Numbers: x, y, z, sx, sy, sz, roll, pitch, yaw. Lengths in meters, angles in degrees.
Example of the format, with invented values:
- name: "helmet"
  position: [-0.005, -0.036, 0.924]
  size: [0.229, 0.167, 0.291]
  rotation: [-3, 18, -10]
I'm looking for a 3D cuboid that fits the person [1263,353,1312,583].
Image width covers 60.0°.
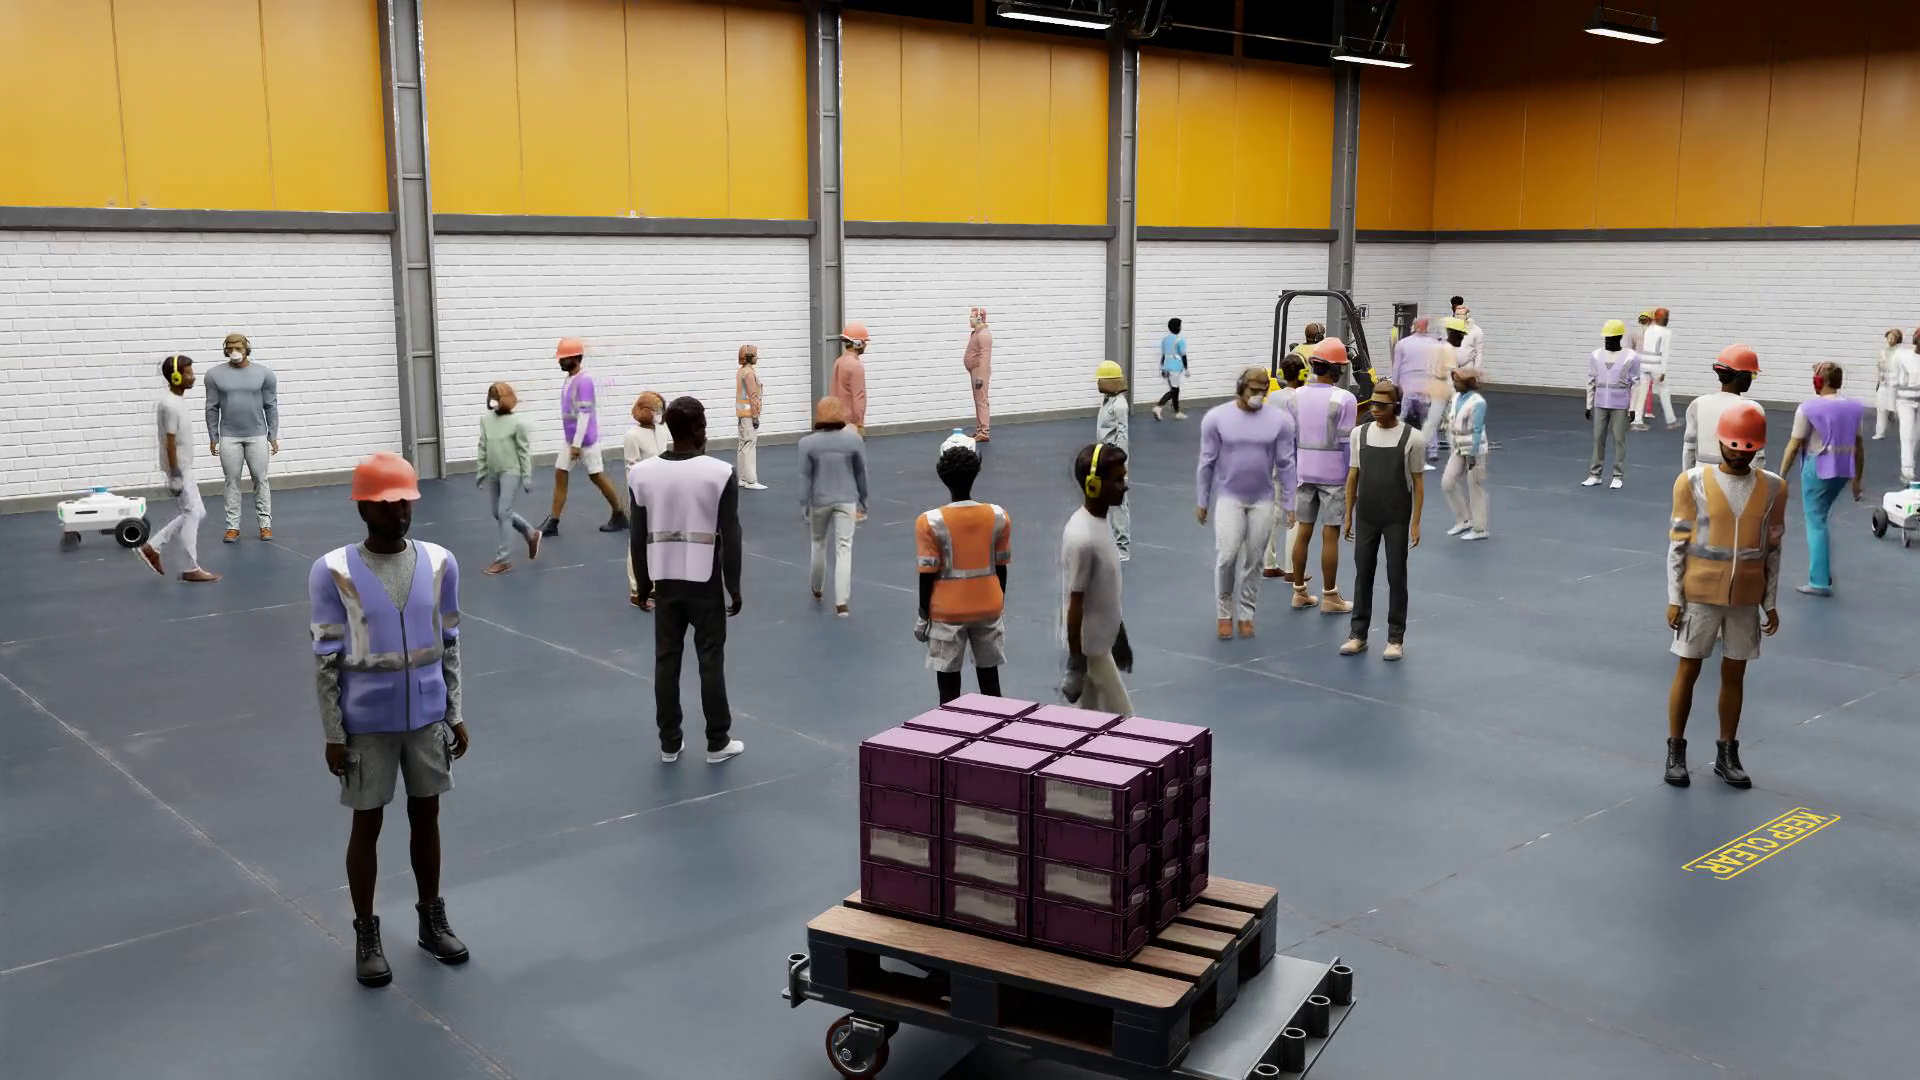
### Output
- name: "person"
  position: [2.674, -0.579, 13.499]
  size: [0.323, 1.855, 0.503]
  rotation: [-9, 13, -41]

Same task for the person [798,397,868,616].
- name: "person"
  position: [-0.947, -0.267, 12.424]
  size: [0.519, 1.593, 0.843]
  rotation: [-1, 10, -5]

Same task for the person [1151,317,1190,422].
- name: "person"
  position: [3.361, -2.728, 26.590]
  size: [0.780, 1.670, 0.535]
  rotation: [-5, 11, -28]

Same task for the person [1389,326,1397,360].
- name: "person"
  position: [6.873, -2.647, 25.620]
  size: [0.429, 1.844, 0.624]
  rotation: [-3, 10, -19]

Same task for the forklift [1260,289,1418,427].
- name: "forklift"
  position: [5.034, -2.339, 22.783]
  size: [2.313, 2.155, 1.214]
  rotation: [3, 10, 16]

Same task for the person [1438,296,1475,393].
- name: "person"
  position: [8.446, -3.177, 28.358]
  size: [0.613, 1.963, 0.362]
  rotation: [4, 10, 22]

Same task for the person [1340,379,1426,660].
- name: "person"
  position: [2.769, -0.133, 10.894]
  size: [0.511, 1.842, 0.327]
  rotation: [6, 11, 31]

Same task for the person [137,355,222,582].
- name: "person"
  position: [-6.339, -0.567, 13.411]
  size: [0.526, 1.854, 0.539]
  rotation: [-4, 10, -21]

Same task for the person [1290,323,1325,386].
- name: "person"
  position: [4.238, -1.682, 19.974]
  size: [0.429, 1.844, 0.622]
  rotation: [-7, 12, -34]

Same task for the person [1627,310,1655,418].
- name: "person"
  position: [11.138, -2.861, 27.115]
  size: [0.523, 1.760, 0.328]
  rotation: [8, 12, 38]

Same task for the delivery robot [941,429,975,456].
- name: "delivery robot"
  position: [-0.021, -1.100, 20.052]
  size: [0.477, 0.478, 0.707]
  rotation: [1, 10, 8]

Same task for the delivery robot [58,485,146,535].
- name: "delivery robot"
  position: [-7.778, -0.252, 15.085]
  size: [0.707, 0.478, 0.477]
  rotation: [-4, 11, -24]

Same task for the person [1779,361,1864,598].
- name: "person"
  position: [6.684, -0.477, 12.962]
  size: [0.589, 1.822, 0.557]
  rotation: [-3, 10, -19]

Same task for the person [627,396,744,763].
- name: "person"
  position: [-1.420, 0.215, 8.647]
  size: [0.590, 1.916, 0.399]
  rotation: [2, 10, 10]

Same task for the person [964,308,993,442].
- name: "person"
  position: [0.254, -2.345, 23.663]
  size: [0.407, 1.910, 0.638]
  rotation: [-1, 10, -4]

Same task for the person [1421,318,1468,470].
- name: "person"
  position: [6.012, -1.779, 20.450]
  size: [0.907, 1.858, 0.686]
  rotation: [2, 10, 9]

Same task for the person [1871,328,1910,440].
- name: "person"
  position: [13.447, -2.239, 23.892]
  size: [0.580, 1.614, 0.524]
  rotation: [-4, 10, -21]

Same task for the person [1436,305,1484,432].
- name: "person"
  position: [7.455, -2.549, 24.854]
  size: [0.641, 1.910, 0.401]
  rotation: [6, 11, 32]

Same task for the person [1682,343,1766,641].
- name: "person"
  position: [5.272, -0.327, 11.447]
  size: [0.378, 2.041, 0.616]
  rotation: [-4, 11, -24]

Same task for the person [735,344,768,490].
- name: "person"
  position: [-2.391, -1.390, 18.851]
  size: [0.307, 1.641, 0.511]
  rotation: [-4, 10, -22]

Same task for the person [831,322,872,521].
- name: "person"
  position: [-1.087, -1.183, 16.679]
  size: [0.452, 1.979, 0.623]
  rotation: [-4, 10, -22]

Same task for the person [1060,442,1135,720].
- name: "person"
  position: [0.572, 0.472, 7.392]
  size: [0.873, 1.832, 0.534]
  rotation: [1, 10, 7]

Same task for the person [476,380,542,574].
- name: "person"
  position: [-3.792, -0.552, 14.015]
  size: [0.501, 1.612, 0.694]
  rotation: [6, 11, 30]

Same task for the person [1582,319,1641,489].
- name: "person"
  position: [7.408, -1.545, 18.923]
  size: [0.591, 1.923, 0.381]
  rotation: [9, 13, 44]

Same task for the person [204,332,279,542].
- name: "person"
  position: [-6.629, -0.948, 15.389]
  size: [0.630, 1.940, 0.371]
  rotation: [-3, 10, -19]

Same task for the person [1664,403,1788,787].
- name: "person"
  position: [3.789, 0.278, 8.243]
  size: [0.542, 1.927, 0.380]
  rotation: [1, 10, 8]

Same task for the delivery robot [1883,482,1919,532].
- name: "delivery robot"
  position: [8.786, -0.291, 15.312]
  size: [0.477, 0.478, 0.707]
  rotation: [2, 10, 12]

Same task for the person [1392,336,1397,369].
- name: "person"
  position: [6.705, -2.525, 25.126]
  size: [0.313, 1.767, 0.534]
  rotation: [-2, 10, -11]

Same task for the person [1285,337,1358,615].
- name: "person"
  position: [2.685, -0.468, 12.271]
  size: [0.374, 2.043, 0.613]
  rotation: [-9, 13, -42]

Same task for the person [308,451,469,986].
- name: "person"
  position: [-2.066, 0.638, 6.093]
  size: [0.545, 1.942, 0.350]
  rotation: [-8, 12, -39]

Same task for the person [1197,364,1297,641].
- name: "person"
  position: [1.963, -0.248, 11.381]
  size: [0.651, 1.910, 0.549]
  rotation: [0, 10, 0]

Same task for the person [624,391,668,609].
- name: "person"
  position: [-2.340, -0.313, 12.561]
  size: [0.280, 1.633, 0.498]
  rotation: [4, 11, 24]

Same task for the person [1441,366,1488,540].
- name: "person"
  position: [4.713, -0.804, 15.444]
  size: [0.423, 1.618, 0.555]
  rotation: [-2, 10, -13]

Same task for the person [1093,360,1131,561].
- name: "person"
  position: [1.306, -0.682, 14.409]
  size: [0.323, 1.741, 0.490]
  rotation: [-2, 10, -9]

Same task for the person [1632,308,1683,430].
- name: "person"
  position: [10.601, -2.584, 25.228]
  size: [0.920, 1.840, 0.591]
  rotation: [-5, 11, -26]

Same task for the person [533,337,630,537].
- name: "person"
  position: [-3.583, -0.969, 15.691]
  size: [0.979, 1.896, 0.544]
  rotation: [-7, 12, -37]

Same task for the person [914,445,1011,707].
- name: "person"
  position: [0.014, 0.372, 8.361]
  size: [0.535, 1.699, 0.322]
  rotation: [-5, 11, -26]

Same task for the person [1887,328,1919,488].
- name: "person"
  position: [10.997, -1.526, 19.075]
  size: [0.588, 1.837, 0.895]
  rotation: [2, 10, 13]

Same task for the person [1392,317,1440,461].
- name: "person"
  position: [5.829, -1.909, 21.286]
  size: [0.819, 1.862, 0.542]
  rotation: [0, 10, 1]
